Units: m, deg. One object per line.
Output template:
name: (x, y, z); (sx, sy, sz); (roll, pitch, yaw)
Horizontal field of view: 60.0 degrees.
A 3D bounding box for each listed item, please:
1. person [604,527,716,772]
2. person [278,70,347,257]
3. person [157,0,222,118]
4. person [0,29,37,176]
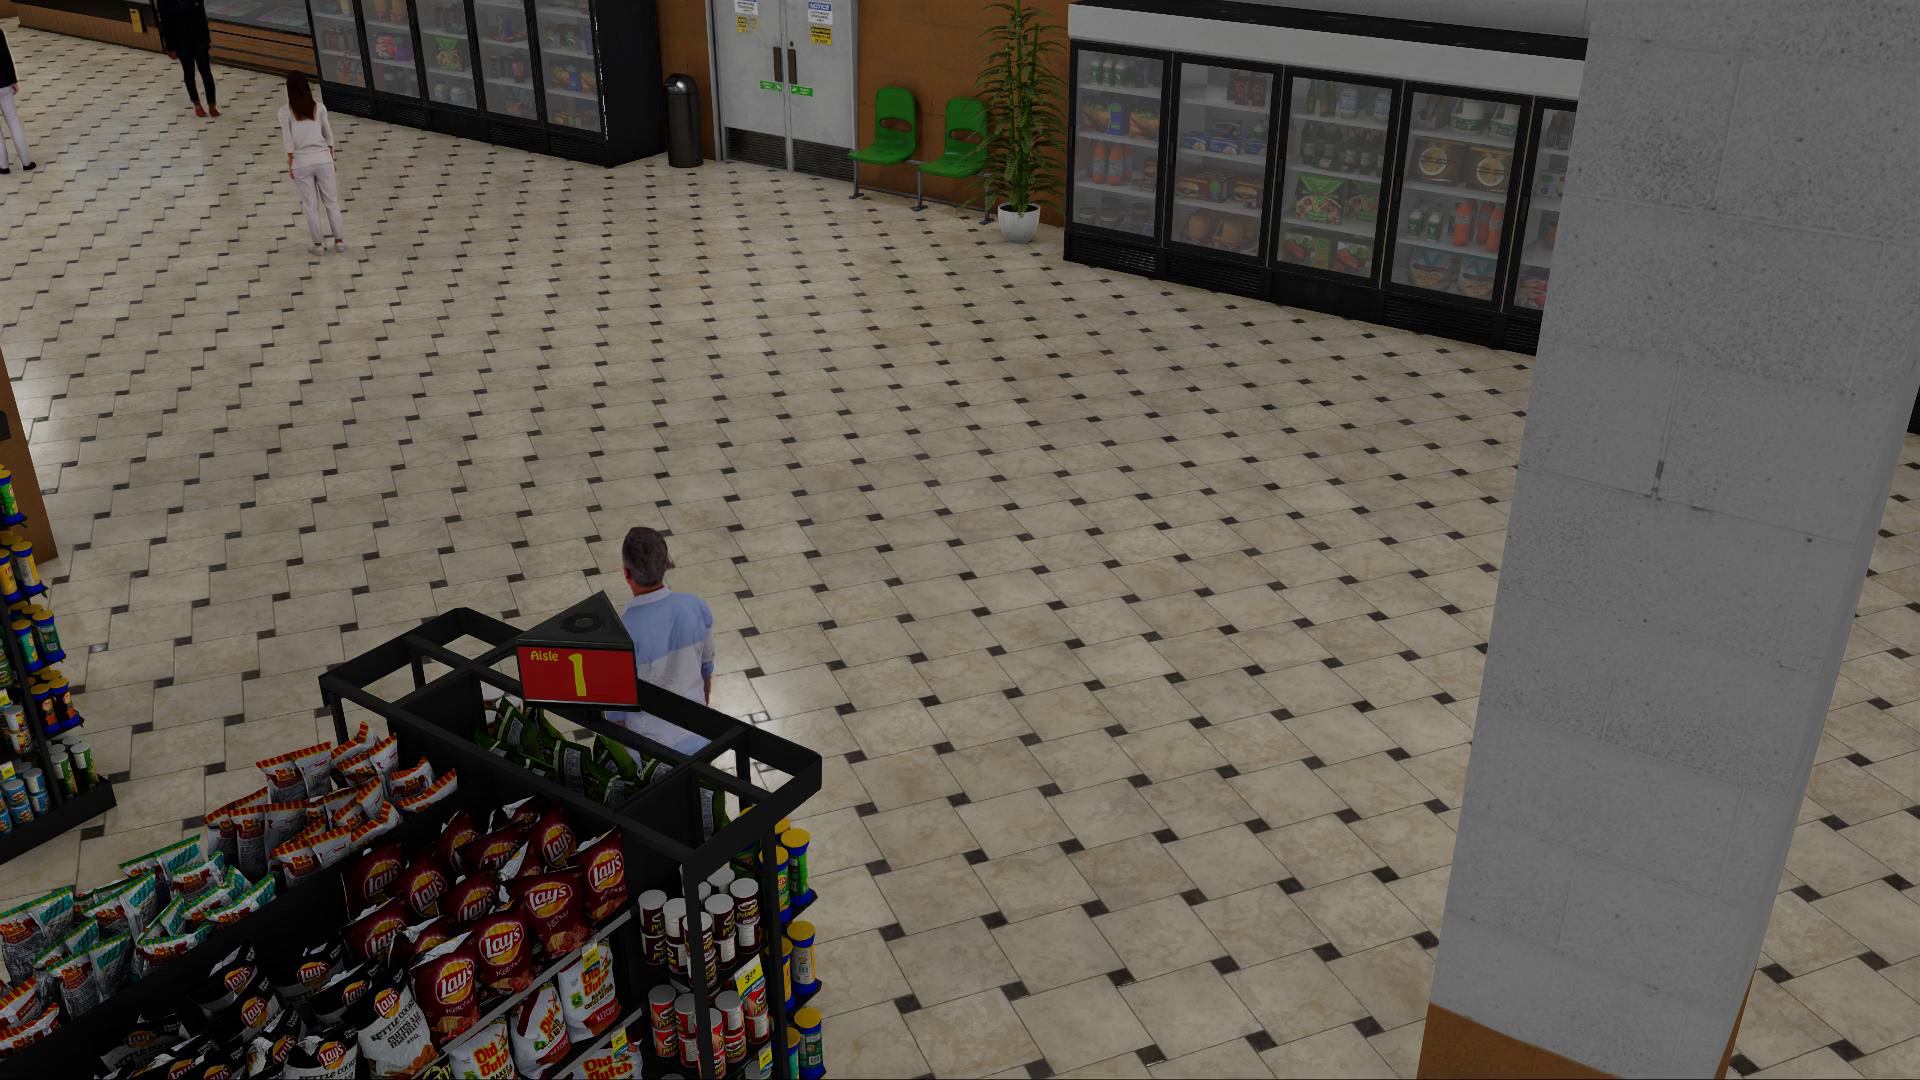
person: (-1.151, 0.837, 6.671); (0.709, 1.810, 0.849); (-20, 33, -35)
person: (-5.956, -3.468, 15.294); (0.593, 1.688, 0.726); (-17, 32, -30)
person: (-9.401, -6.065, 20.318); (0.992, 1.777, 0.983); (-20, 33, -33)
person: (-10.427, -4.886, 17.919); (0.650, 1.844, 0.790); (-14, 30, -26)
